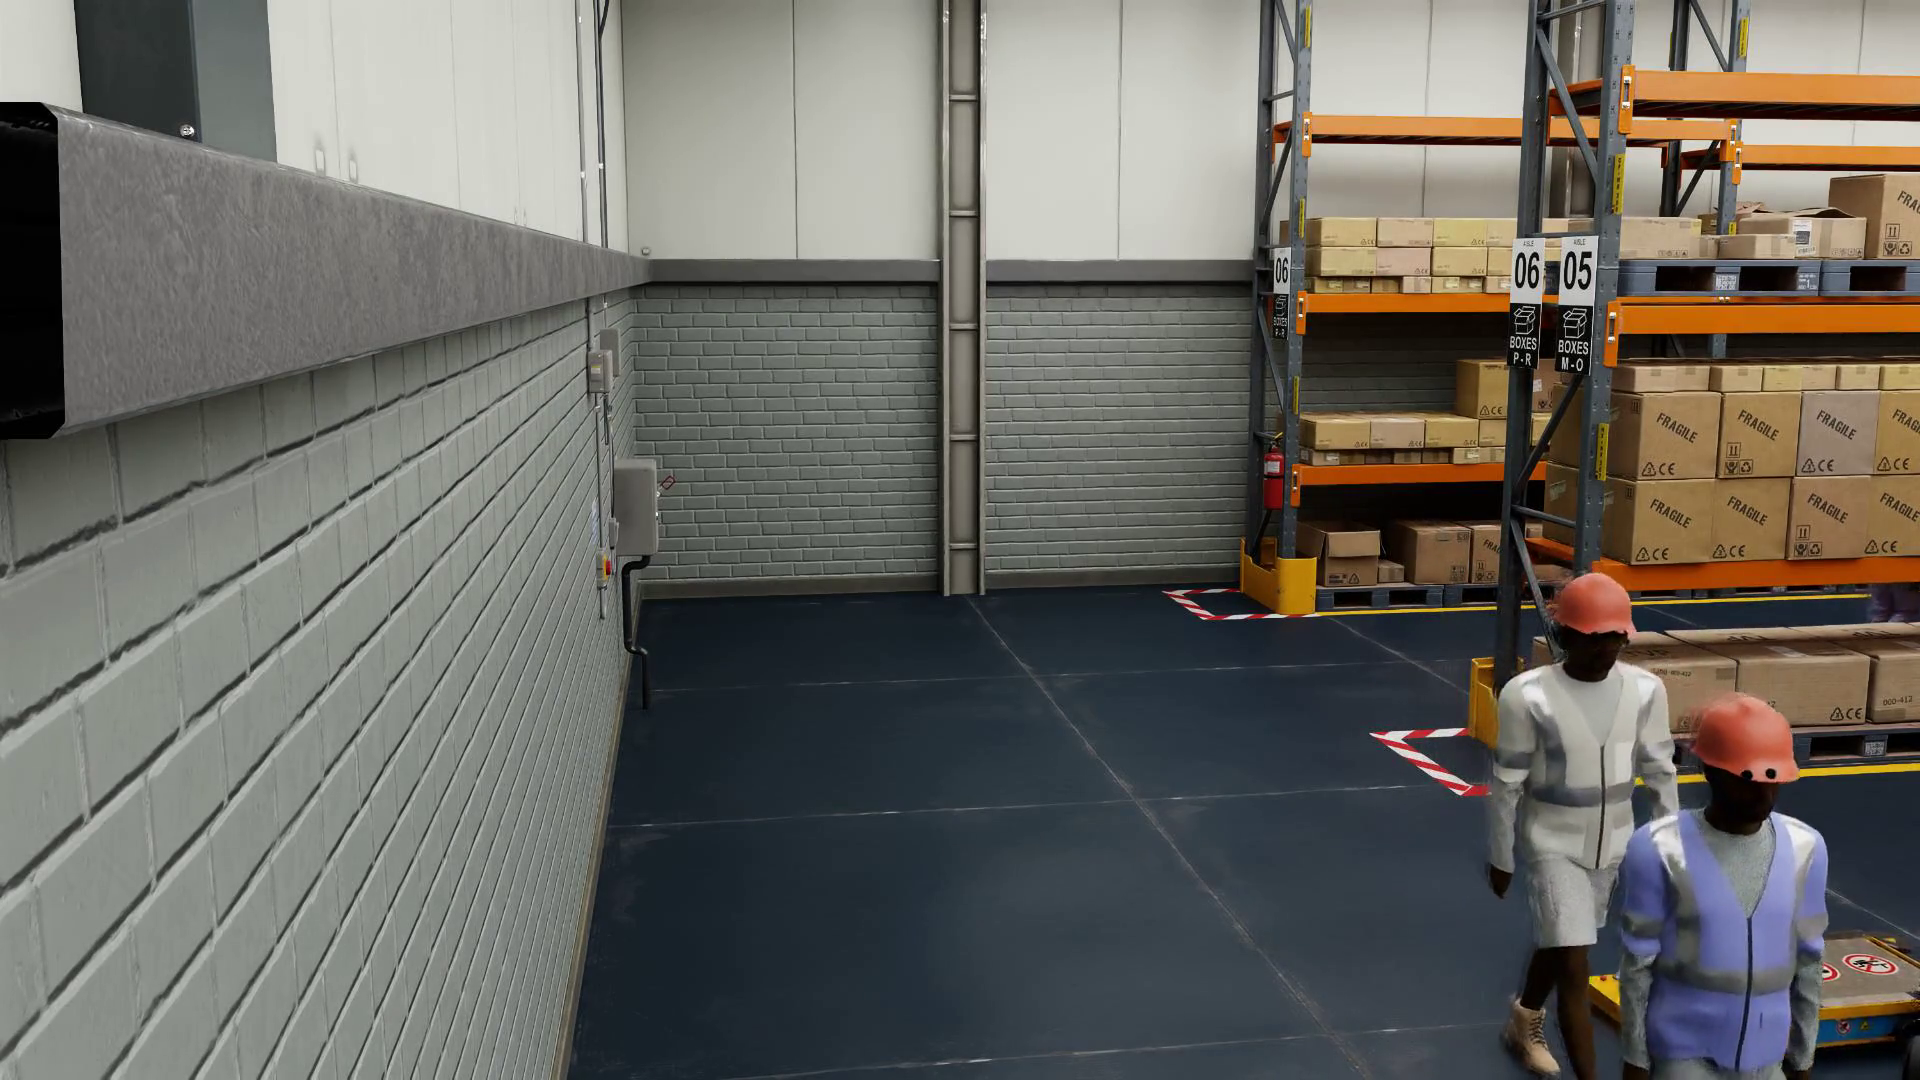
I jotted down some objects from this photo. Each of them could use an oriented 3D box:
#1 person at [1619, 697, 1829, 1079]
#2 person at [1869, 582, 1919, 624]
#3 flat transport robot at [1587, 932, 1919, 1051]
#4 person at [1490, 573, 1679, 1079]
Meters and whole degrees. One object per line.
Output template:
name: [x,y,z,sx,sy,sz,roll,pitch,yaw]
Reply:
person: [2.072,1.335,4.633,0.544,1.922,0.732,0,9,-1]
person: [6.712,0.153,11.994,0.538,1.891,0.665,-1,9,-7]
flat transport robot: [3.332,1.824,6.689,1.431,0.197,0.652,-2,9,-10]
person: [2.223,1.095,5.905,0.619,1.985,1.045,-2,9,-10]
